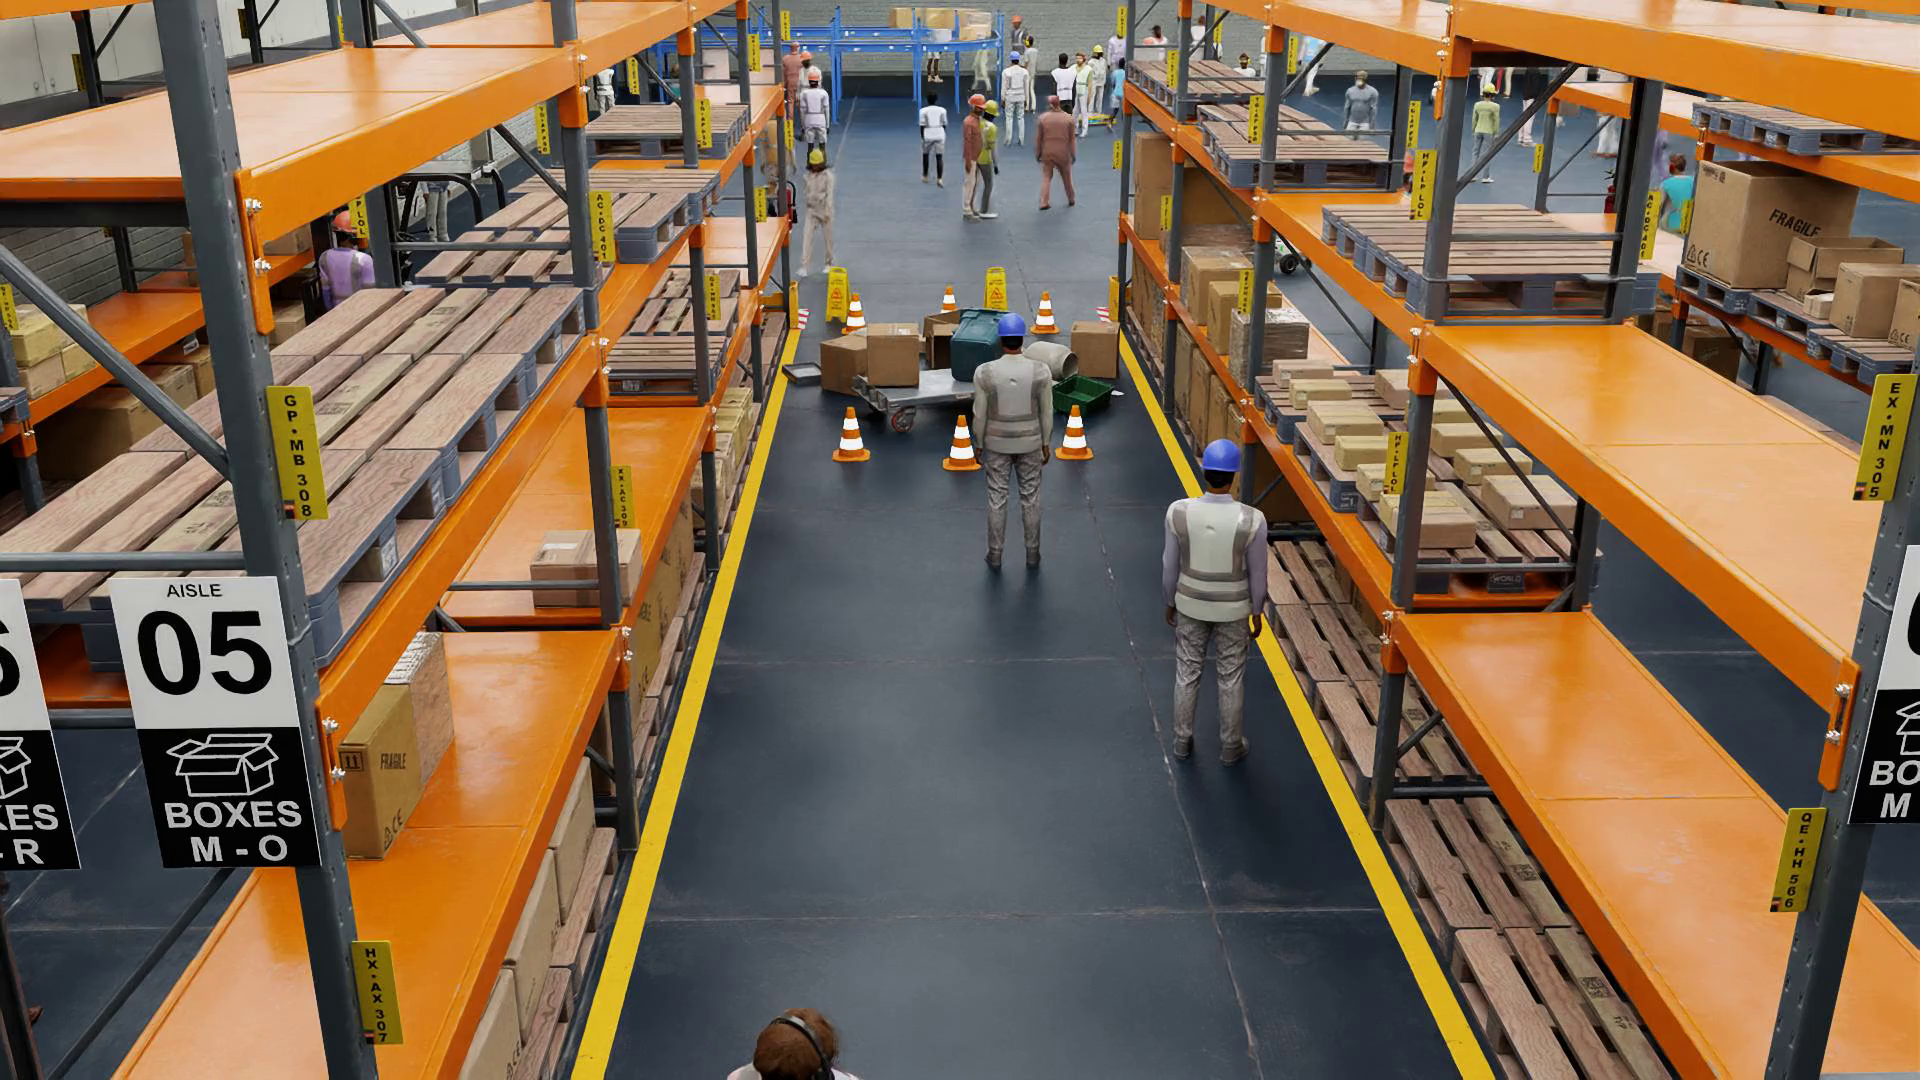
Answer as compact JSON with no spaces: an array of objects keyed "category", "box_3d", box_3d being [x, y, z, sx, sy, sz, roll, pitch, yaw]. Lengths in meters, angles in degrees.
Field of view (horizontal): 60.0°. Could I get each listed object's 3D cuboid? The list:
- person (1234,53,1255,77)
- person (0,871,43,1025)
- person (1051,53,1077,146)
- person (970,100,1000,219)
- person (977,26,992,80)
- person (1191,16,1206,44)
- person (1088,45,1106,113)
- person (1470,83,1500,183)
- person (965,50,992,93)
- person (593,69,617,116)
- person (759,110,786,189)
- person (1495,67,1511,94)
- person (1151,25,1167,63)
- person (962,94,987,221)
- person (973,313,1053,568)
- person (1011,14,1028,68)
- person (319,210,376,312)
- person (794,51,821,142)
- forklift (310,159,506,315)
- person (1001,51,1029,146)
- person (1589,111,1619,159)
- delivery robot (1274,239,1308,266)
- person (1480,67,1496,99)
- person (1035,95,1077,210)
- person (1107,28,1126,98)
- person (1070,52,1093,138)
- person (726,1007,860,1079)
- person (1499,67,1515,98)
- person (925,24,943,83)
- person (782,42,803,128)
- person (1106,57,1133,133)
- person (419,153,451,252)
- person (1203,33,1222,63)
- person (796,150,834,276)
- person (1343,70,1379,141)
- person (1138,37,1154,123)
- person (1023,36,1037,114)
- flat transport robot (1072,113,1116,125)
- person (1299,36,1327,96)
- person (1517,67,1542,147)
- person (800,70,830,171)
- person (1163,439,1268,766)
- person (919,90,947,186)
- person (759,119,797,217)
[{"category":"person","box_3d":[6.021,-9.434,35.524,0.518,1.874,0.329,7,22,19]},{"category":"person","box_3d":[-4.343,1.438,7.120,0.497,1.633,0.288,-2,21,-4]},{"category":"person","box_3d":[2.171,-9.223,34.903,0.590,1.918,0.391,-9,23,-23]},{"category":"person","box_3d":[0.327,-6.091,26.679,0.639,1.879,0.452,19,28,40]},{"category":"person","box_3d":[0.683,-14.389,48.869,0.330,1.696,0.667,-10,23,-24]},{"category":"person","box_3d":[7.053,-14.473,48.913,0.579,1.816,0.805,9,22,21]},{"category":"person","box_3d":[3.247,-10.820,39.382,0.486,1.736,0.316,-12,24,-29]},{"category":"person","box_3d":[9.576,-7.414,30.329,0.525,1.771,0.305,19,28,41]},{"category":"person","box_3d":[0.500,-12.973,45.258,0.814,1.588,0.550,3,21,7]},{"category":"person","box_3d":[-7.950,-9.980,37.291,0.518,1.640,0.307,-6,22,-15]},{"category":"person","box_3d":[-3.337,-7.150,29.631,0.525,1.772,0.309,-7,22,-18]},{"category":"person","box_3d":[14.824,-13.000,45.098,0.533,1.768,0.310,5,21,14]},{"category":"person","box_3d":[5.228,-12.654,44.009,0.595,1.884,0.448,-10,23,-25]},{"category":"person","box_3d":[0.249,-6.124,26.607,0.416,1.989,0.674,8,22,19]},{"category":"person","box_3d":[0.394,-0.727,12.414,0.601,1.941,0.395,-1,21,-3]},{"category":"person","box_3d":[1.595,-13.405,45.782,0.391,2.040,0.614,-18,27,-39]},{"category":"person","box_3d":[-5.796,-2.139,16.004,0.612,2.041,0.394,8,22,19]},{"category":"person","box_3d":[-3.311,-9.539,35.780,0.572,1.879,0.999,17,27,38]},{"category":"forklift","box_3d":[-5.622,-2.910,17.832,2.313,2.155,1.214,-1,21,-1]},{"category":"person","box_3d":[1.156,-9.317,35.130,0.601,1.939,0.410,-7,22,-17]},{"category":"person","box_3d":[12.943,-8.586,33.270,0.662,1.888,0.709,4,21,9]},{"category":"delivery robot","box_3d":[4.600,-4.052,22.999,0.707,0.478,0.477,-12,24,-28]},{"category":"person","box_3d":[14.001,-12.640,43.922,0.375,1.933,0.625,-3,21,-8]},{"category":"person","box_3d":[1.597,-6.468,27.720,0.690,1.850,0.761,1,21,4]},{"category":"person","box_3d":[4.208,-12.672,44.087,0.591,1.882,0.682,-2,21,-5]},{"category":"person","box_3d":[2.640,-9.729,36.360,0.561,1.837,0.389,16,26,36]},{"category":"person","box_3d":[-0.443,2.167,4.919,0.636,1.835,0.429,9,22,21]},{"category":"person","box_3d":[14.625,-12.616,44.277,0.325,1.620,0.500,5,21,13]},{"category":"person","box_3d":[-0.750,-14.290,48.115,0.607,2.048,0.366,18,27,39]},{"category":"person","box_3d":[-3.746,-10.423,38.091,0.651,1.907,0.409,5,21,12]},{"category":"person","box_3d":[3.597,-9.941,37.149,0.542,1.672,0.791,15,25,34]},{"category":"person","box_3d":[-7.633,-5.137,24.220,0.404,1.833,0.588,7,22,19]},{"category":"person","box_3d":[6.081,-11.583,40.969,0.685,2.000,0.538,-16,26,-37]},{"category":"person","box_3d":[-1.945,-4.392,22.449,0.484,1.696,0.848,7,22,18]},{"category":"person","box_3d":[7.474,-7.784,31.088,0.643,1.931,0.382,14,25,32]},{"category":"person","box_3d":[4.392,-10.742,38.889,0.361,1.939,0.543,17,26,37]},{"category":"person","box_3d":[1.683,-11.366,40.664,0.478,1.855,0.559,14,25,33]},{"category":"flat transport robot","box_3d":[2.855,-9.756,38.603,1.431,0.197,0.652,-12,24,-28]},{"category":"person","box_3d":[9.527,-12.909,44.850,0.660,1.791,0.839,14,25,33]},{"category":"person","box_3d":[12.044,-9.313,35.031,0.375,1.997,0.612,-1,21,-3]},{"category":"person","box_3d":[-2.691,-7.734,30.936,0.542,1.939,0.362,-1,21,-2]},{"category":"person","box_3d":[1.454,0.370,9.515,0.601,1.941,0.395,7,22,18]},{"category":"person","box_3d":[-0.495,-7.273,30.091,0.535,1.666,0.822,-5,21,-12]},{"category":"person","box_3d":[-2.914,-6.070,26.581,0.579,1.911,0.664,-1,21,-3]}]
